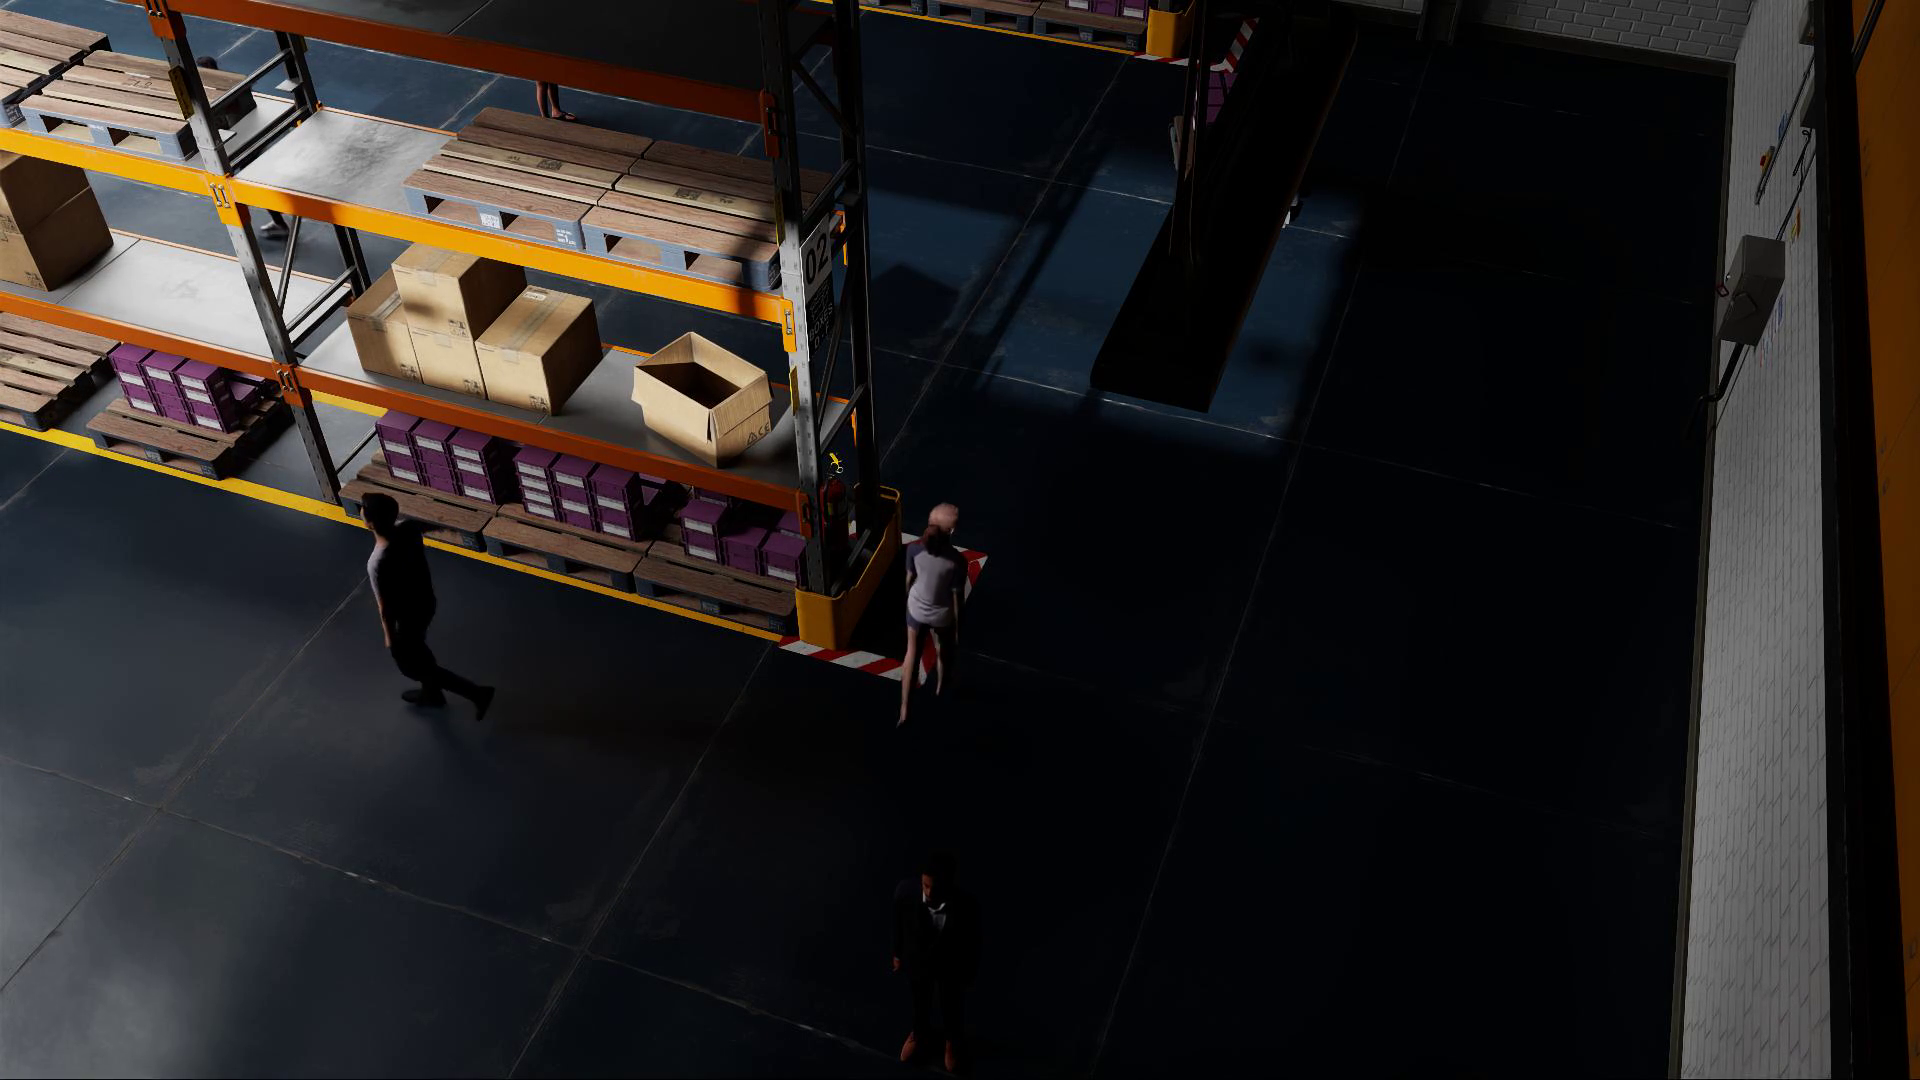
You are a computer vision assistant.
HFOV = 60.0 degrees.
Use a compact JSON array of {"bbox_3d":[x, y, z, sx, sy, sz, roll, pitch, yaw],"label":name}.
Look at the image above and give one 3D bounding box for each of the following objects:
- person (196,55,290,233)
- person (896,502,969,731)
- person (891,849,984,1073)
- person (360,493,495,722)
[{"bbox_3d":[-6.339,-3.412,14.633,1.145,1.562,0.797,16,46,16],"label":"person"},{"bbox_3d":[-0.185,0.511,10.389,0.903,1.738,0.686,11,45,11],"label":"person"},{"bbox_3d":[-0.118,2.167,8.658,0.514,1.728,0.716,8,44,9],"label":"person"},{"bbox_3d":[-3.348,0.474,10.348,1.017,1.848,0.788,7,44,7],"label":"person"}]
